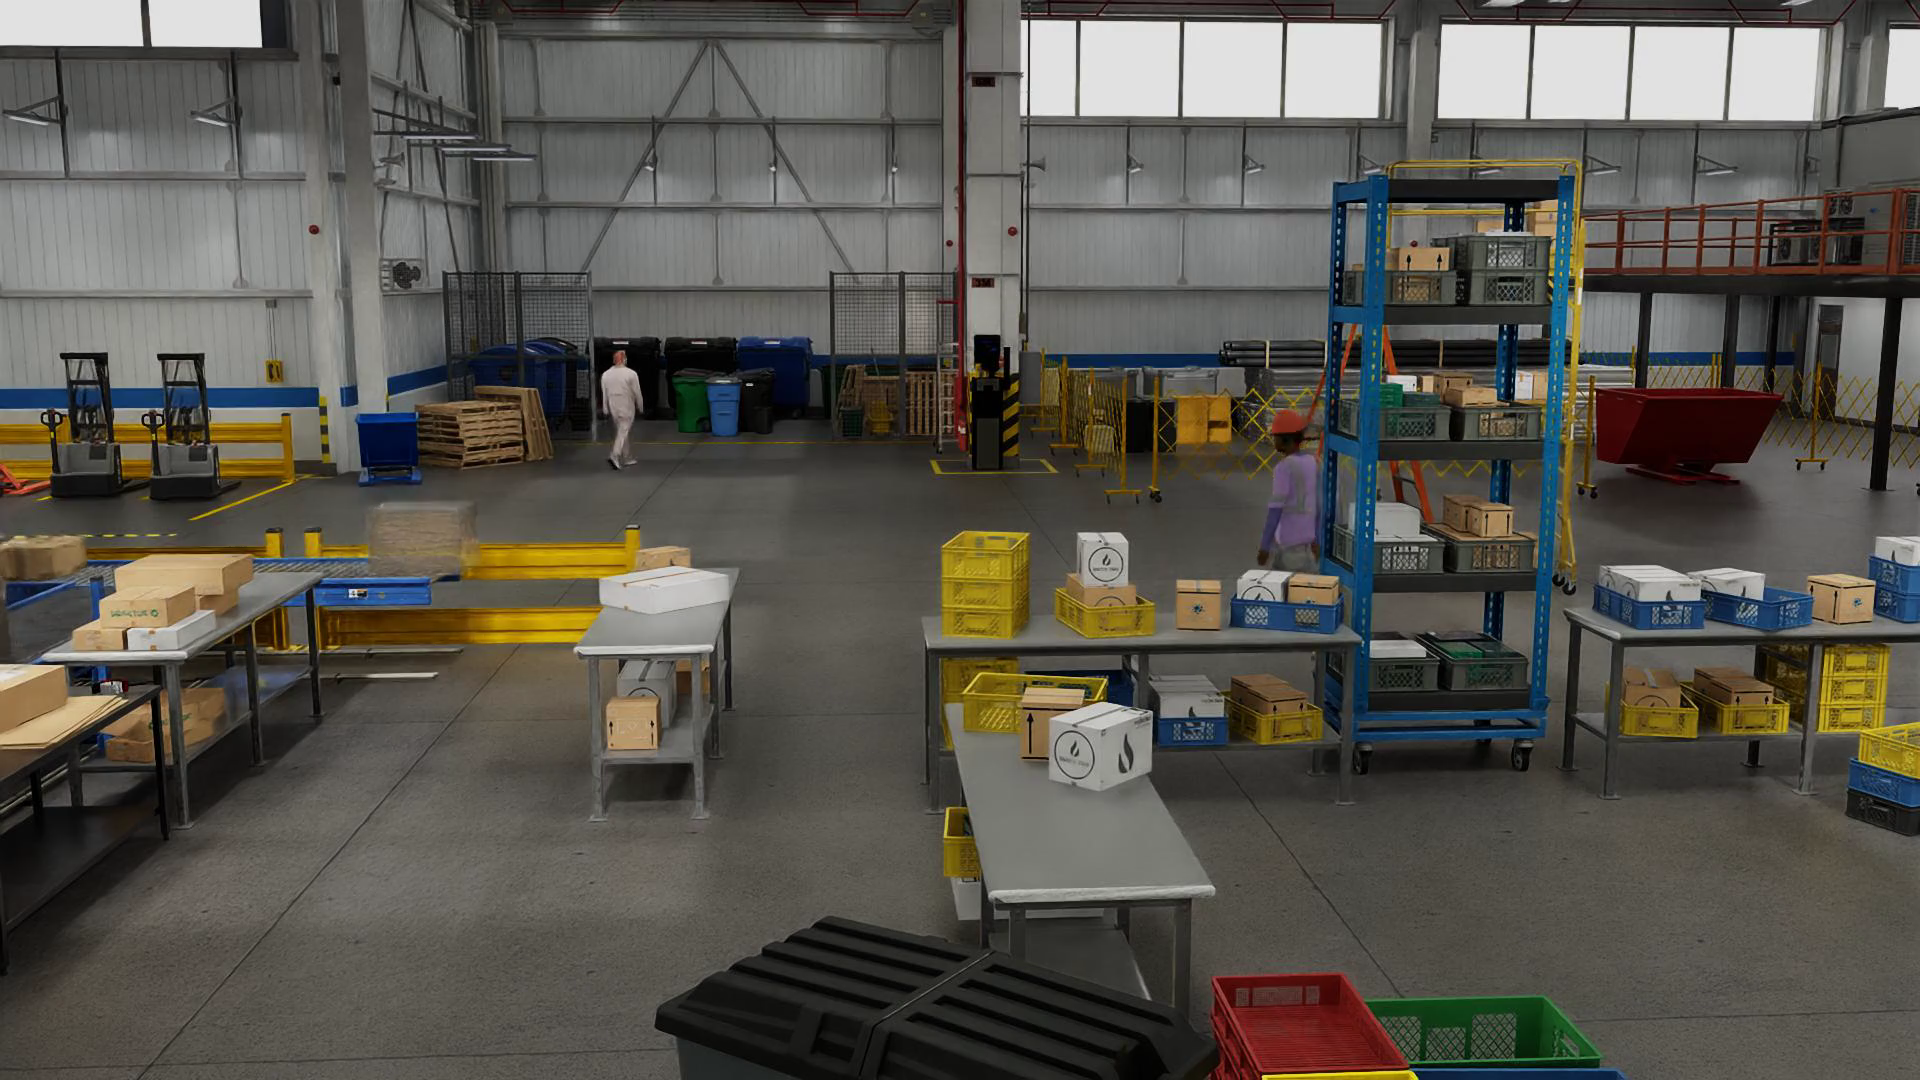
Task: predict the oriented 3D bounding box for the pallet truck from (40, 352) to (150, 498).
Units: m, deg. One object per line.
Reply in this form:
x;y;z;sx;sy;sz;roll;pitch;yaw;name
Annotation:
-11.907;-1.642;23.165;0.823;1.965;1.885;0;9;0;pallet truck

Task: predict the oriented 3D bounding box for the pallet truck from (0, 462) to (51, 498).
-13.193;-1.293;23.148;0.653;1.274;1.630;-1;9;-4;pallet truck

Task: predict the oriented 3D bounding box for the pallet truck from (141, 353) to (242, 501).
-10.520;-1.604;22.925;0.823;1.965;1.885;-1;9;-6;pallet truck

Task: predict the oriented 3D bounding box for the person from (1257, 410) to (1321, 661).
2.619;-0.032;13.104;1.082;1.987;0.619;5;10;29;person

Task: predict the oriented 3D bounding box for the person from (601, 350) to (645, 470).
-5.345;-2.055;26.178;0.633;1.871;0.967;4;10;24;person
